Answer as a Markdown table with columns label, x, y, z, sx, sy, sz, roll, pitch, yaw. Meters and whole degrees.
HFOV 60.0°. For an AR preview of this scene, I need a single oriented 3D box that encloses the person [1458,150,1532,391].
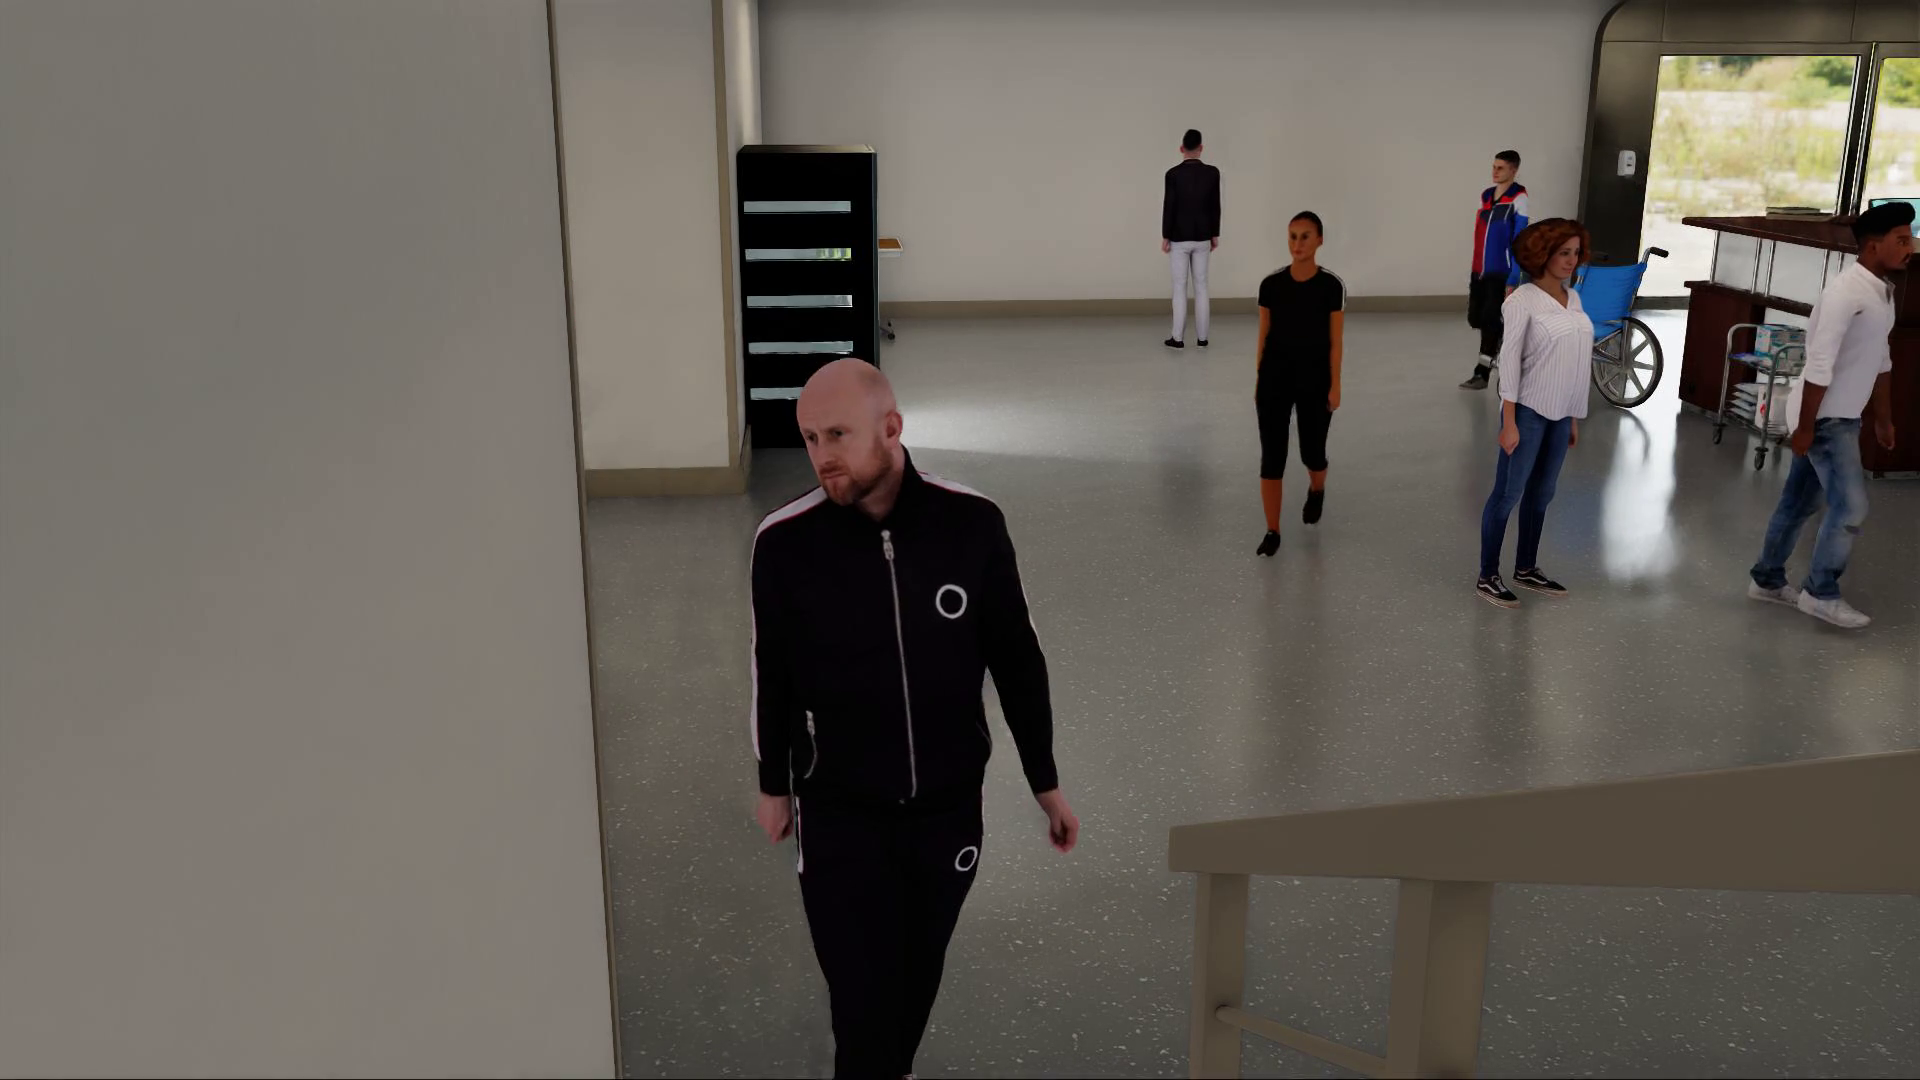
| label | x | y | z | sx | sy | sz | roll | pitch | yaw |
| --- | --- | --- | --- | --- | --- | --- | --- | --- | --- |
| person | 4.025 | -1.971 | 12.278 | 0.910 | 1.739 | 0.984 | -7 | 17 | -25 |

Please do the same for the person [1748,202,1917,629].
| label | x | y | z | sx | sy | sz | roll | pitch | yaw |
| --- | --- | --- | --- | --- | --- | --- | --- | --- | --- |
| person | 3.663 | -0.550 | 7.163 | 0.932 | 1.781 | 0.870 | 13 | 20 | 38 |

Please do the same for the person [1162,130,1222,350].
| label | x | y | z | sx | sy | sz | roll | pitch | yaw |
| --- | --- | --- | --- | --- | --- | --- | --- | --- | --- |
| person | 1.968 | -2.563 | 14.197 | 0.654 | 1.837 | 0.542 | -2 | 16 | -6 |

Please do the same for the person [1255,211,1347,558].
| label | x | y | z | sx | sy | sz | roll | pitch | yaw |
| --- | --- | --- | --- | --- | --- | --- | --- | --- | --- |
| person | 1.680 | -0.774 | 8.202 | 0.884 | 1.647 | 1.093 | 6 | 17 | 22 |

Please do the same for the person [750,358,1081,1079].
| label | x | y | z | sx | sy | sz | roll | pitch | yaw |
| --- | --- | --- | --- | --- | --- | --- | --- | --- | --- |
| person | -0.169 | 0.517 | 3.381 | 0.885 | 1.779 | 1.180 | -6 | 17 | -21 |

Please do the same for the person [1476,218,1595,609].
| label | x | y | z | sx | sy | sz | roll | pitch | yaw |
| --- | --- | --- | --- | --- | --- | --- | --- | --- | --- |
| person | 2.558 | -0.585 | 7.416 | 0.730 | 1.709 | 0.735 | -9 | 18 | -29 |
